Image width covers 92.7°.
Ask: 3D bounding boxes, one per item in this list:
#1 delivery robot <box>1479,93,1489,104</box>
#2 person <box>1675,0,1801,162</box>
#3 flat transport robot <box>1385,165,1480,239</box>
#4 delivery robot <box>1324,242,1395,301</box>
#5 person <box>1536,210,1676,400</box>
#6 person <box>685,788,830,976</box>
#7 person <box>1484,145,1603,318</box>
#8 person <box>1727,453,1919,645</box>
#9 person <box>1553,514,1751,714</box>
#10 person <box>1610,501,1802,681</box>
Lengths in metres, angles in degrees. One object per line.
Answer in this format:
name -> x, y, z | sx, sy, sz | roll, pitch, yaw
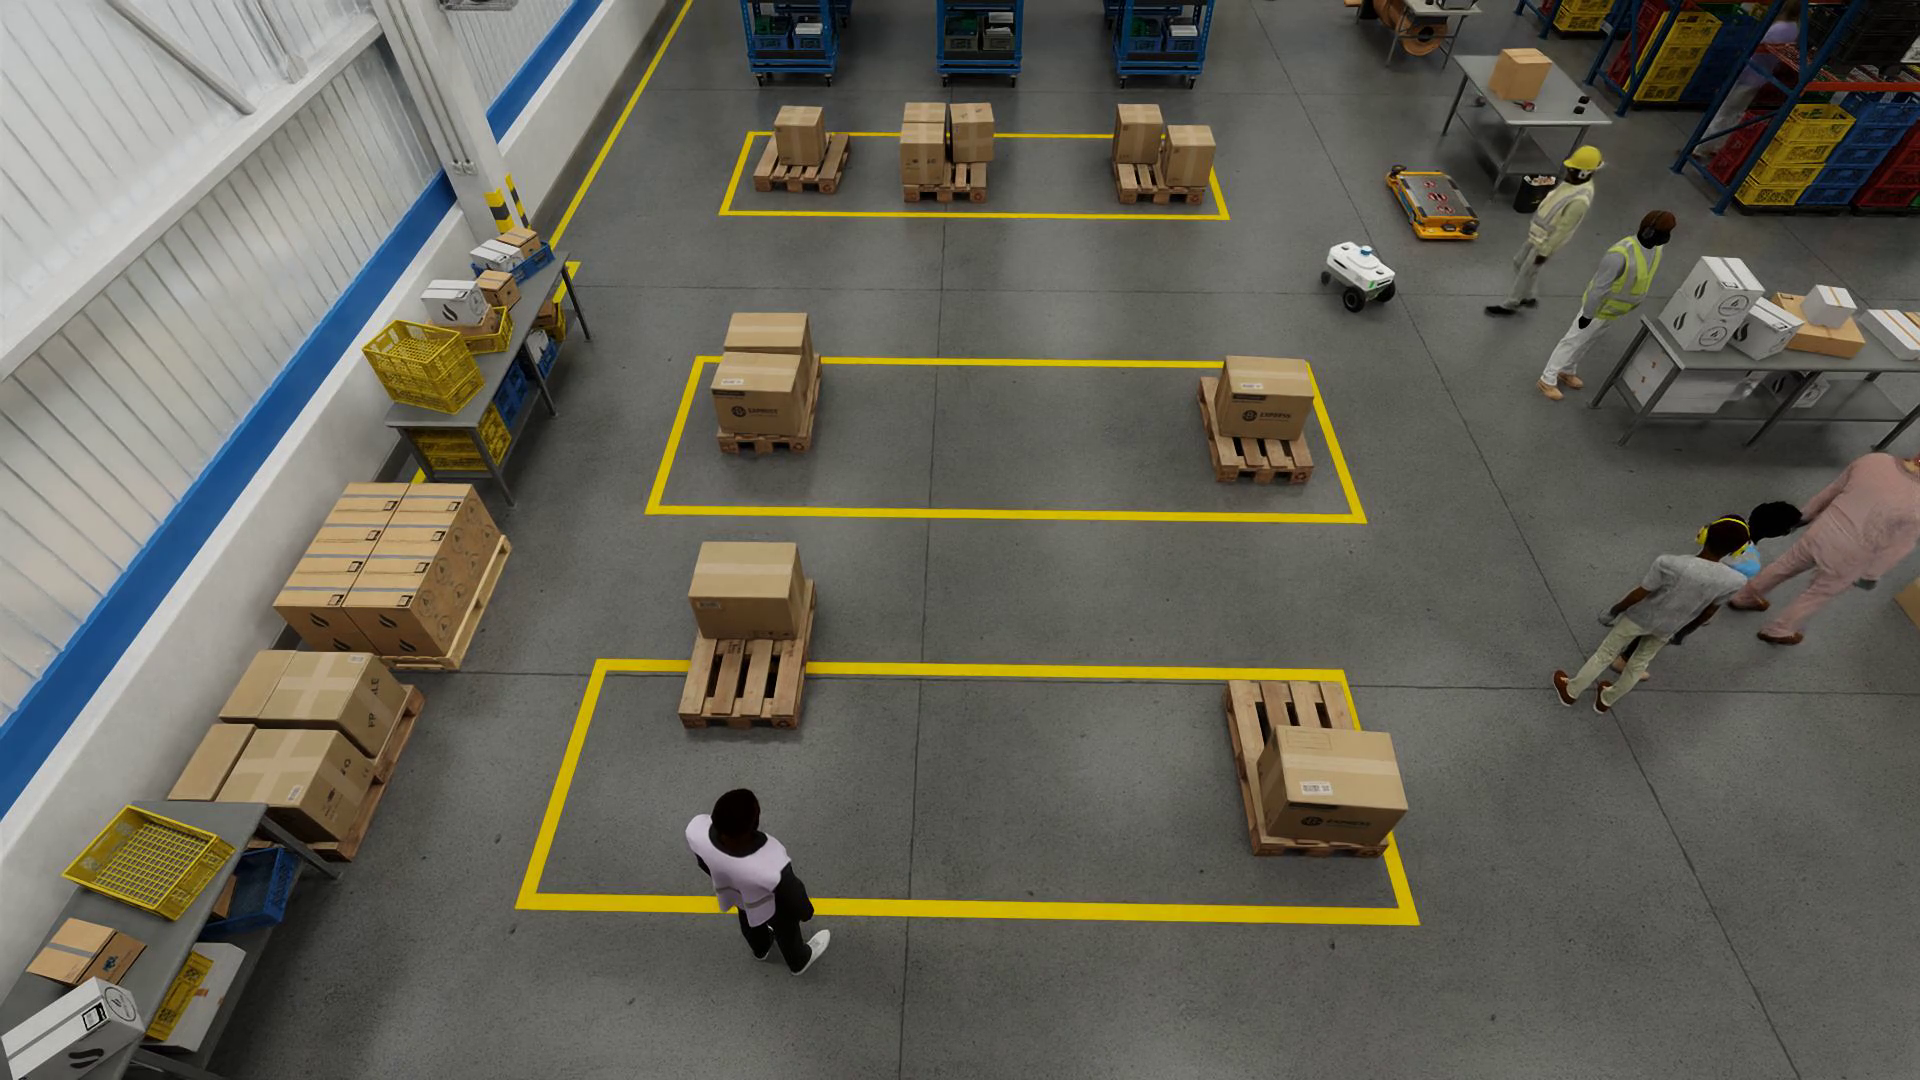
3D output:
delivery robot -> 7.544, -6.154, 12.593 | 0.707, 0.478, 0.477 | 23, 53, 19
person -> 9.699, -5.640, 11.328 | 0.695, 1.913, 0.401 | -12, 50, -10
flat transport robot -> 5.692, -4.094, 11.059 | 0.652, 0.197, 1.431 | 1, 49, 1
delivery robot -> 4.258, -2.899, 9.778 | 0.477, 0.478, 0.707 | -21, 52, -17
person -> 5.871, -2.117, 8.314 | 0.621, 1.846, 0.429 | -24, 53, -19
person -> -1.059, 1.848, 4.834 | 0.596, 1.916, 0.373 | 19, 52, 16
person -> 5.831, -3.013, 9.108 | 0.430, 1.821, 0.597 | 15, 51, 13
person -> 6.205, 0.007, 6.440 | 0.401, 1.901, 0.685 | 3, 49, 3
person -> 4.531, 0.523, 6.017 | 0.519, 1.865, 0.326 | 16, 51, 13
person -> 5.062, 0.338, 6.295 | 0.322, 1.690, 0.532 | 17, 51, 14
